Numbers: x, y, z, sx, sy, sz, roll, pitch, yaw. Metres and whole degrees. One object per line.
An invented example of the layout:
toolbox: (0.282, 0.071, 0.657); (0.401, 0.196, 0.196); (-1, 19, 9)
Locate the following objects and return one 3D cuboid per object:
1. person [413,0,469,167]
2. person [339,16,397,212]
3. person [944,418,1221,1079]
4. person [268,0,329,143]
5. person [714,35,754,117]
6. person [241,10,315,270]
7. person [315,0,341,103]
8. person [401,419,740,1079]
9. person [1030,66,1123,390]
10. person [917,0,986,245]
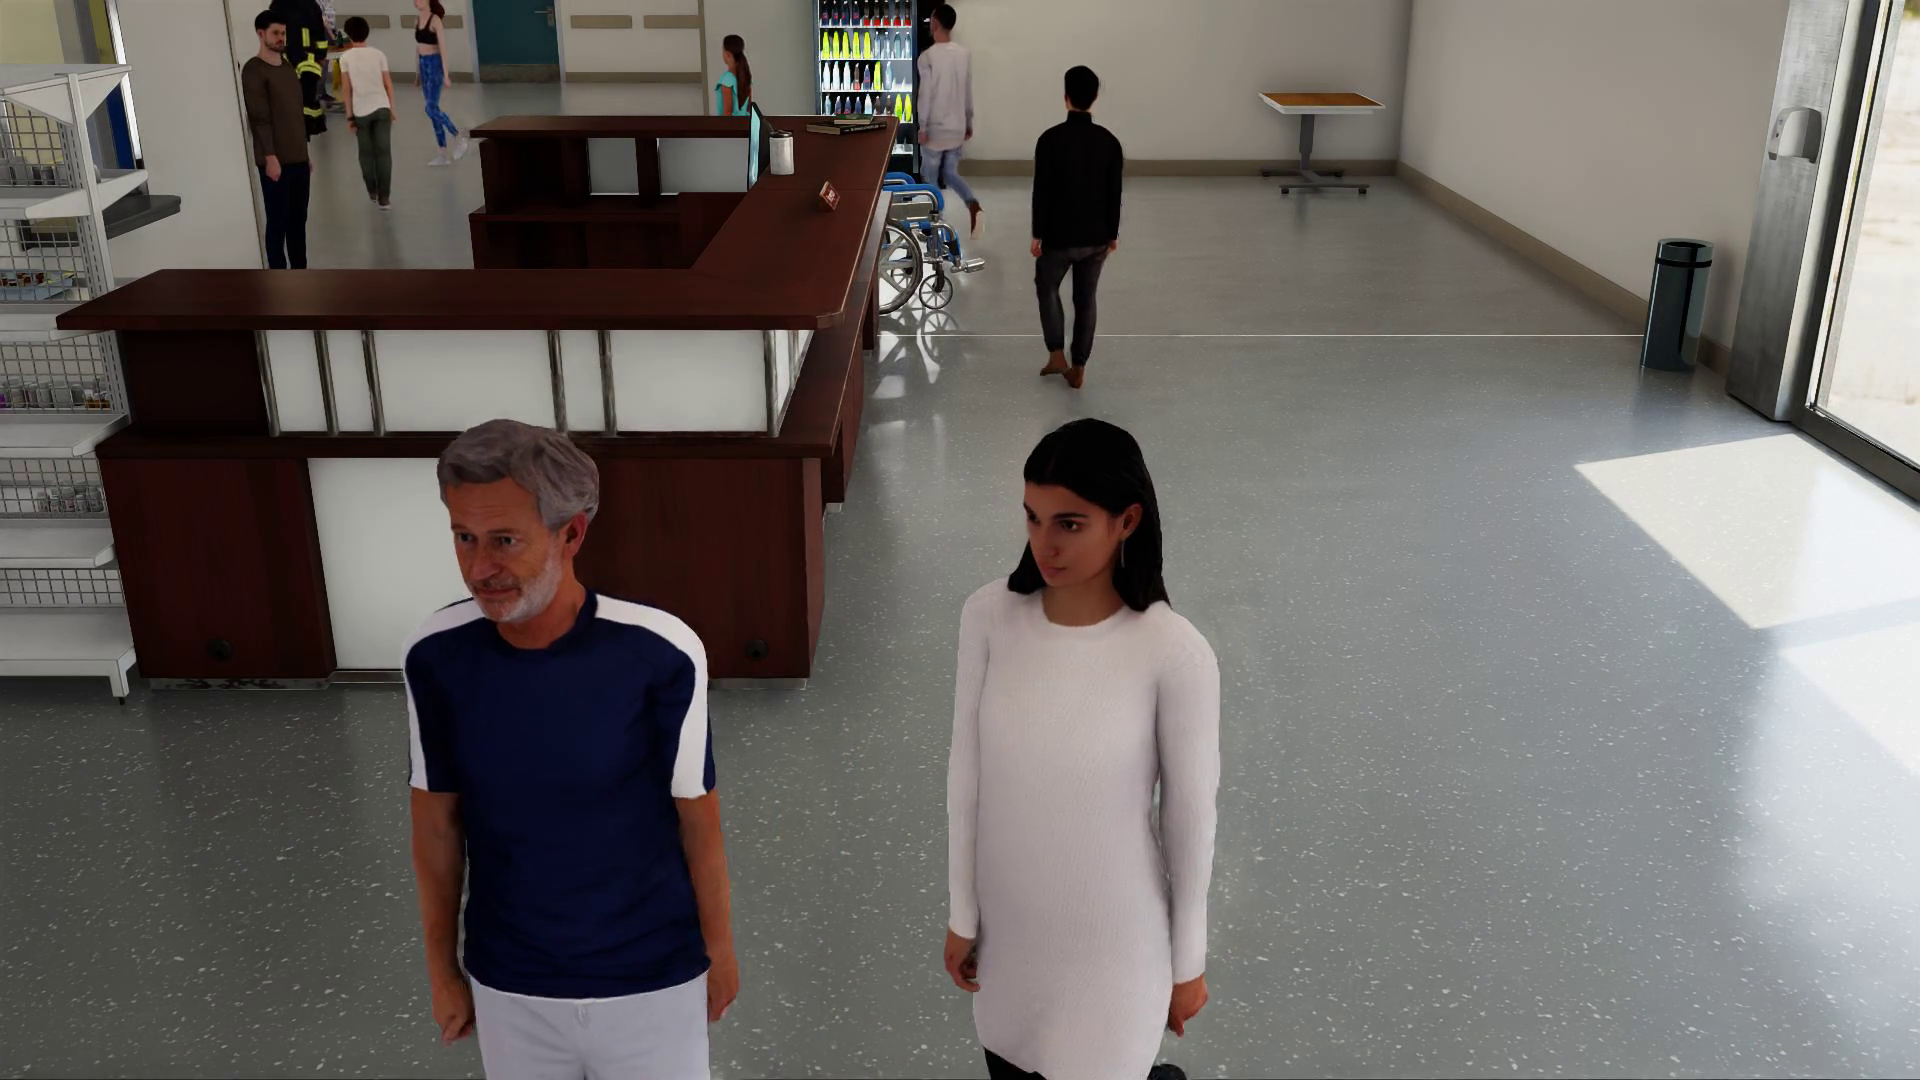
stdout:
person: (-5.314, -4.737, 17.010); (0.764, 1.778, 0.820); (18, 27, 39)
person: (-5.037, -3.606, 14.267); (1.143, 1.606, 0.866); (-7, 22, -17)
person: (0.240, 0.639, 2.801); (1.013, 1.789, 1.006); (13, 24, 31)
person: (-7.415, -5.461, 18.794); (1.144, 1.869, 0.851); (1, 21, 2)
person: (-1.824, -3.321, 13.582); (0.670, 1.558, 0.639); (12, 24, 28)
person: (-4.533, -2.558, 11.105); (0.632, 1.886, 0.689); (4, 21, 10)
person: (-8.629, -6.749, 22.436); (1.080, 1.698, 0.781); (5, 21, 12)
person: (-0.585, 0.645, 2.736); (0.633, 1.824, 0.753); (3, 21, 7)
person: (0.630, -1.652, 8.954); (0.567, 1.716, 0.767); (-3, 21, -9)
person: (-0.071, -3.148, 12.748); (1.038, 1.826, 1.075); (-17, 26, -37)
